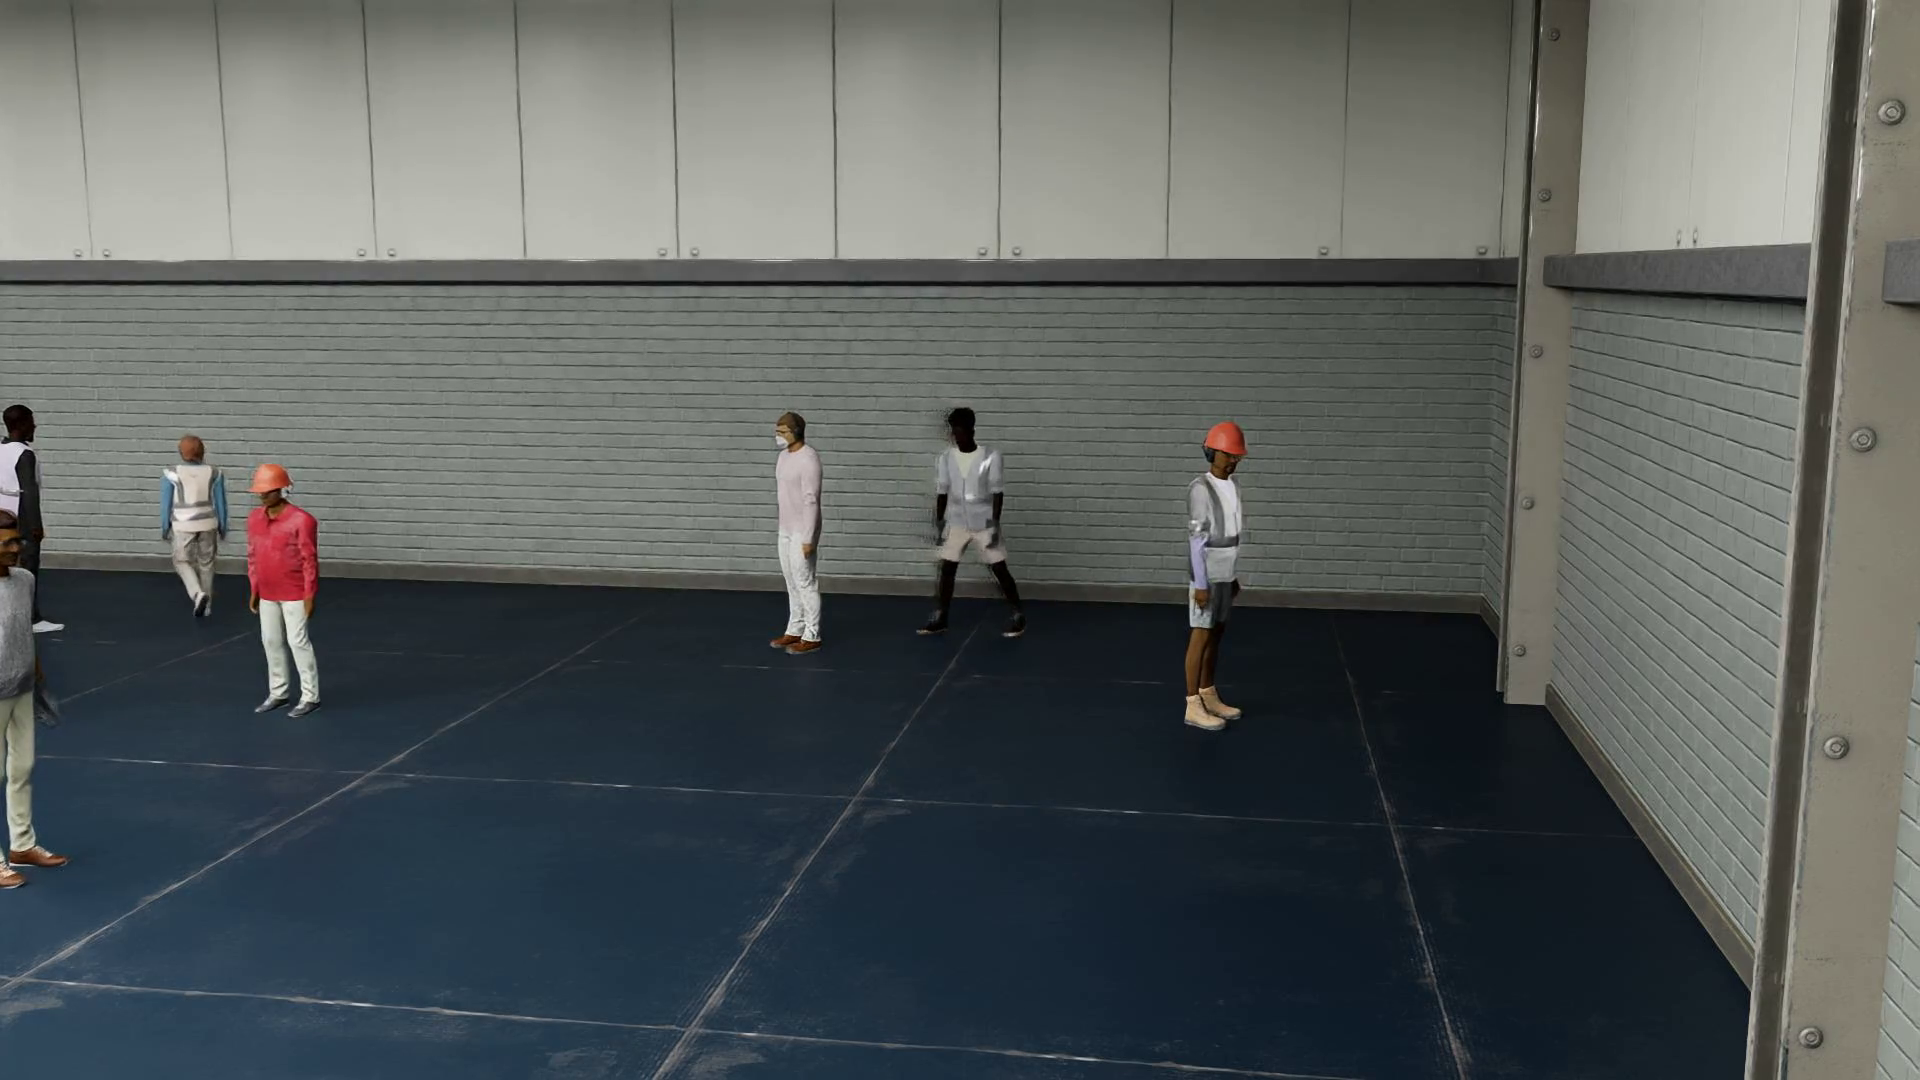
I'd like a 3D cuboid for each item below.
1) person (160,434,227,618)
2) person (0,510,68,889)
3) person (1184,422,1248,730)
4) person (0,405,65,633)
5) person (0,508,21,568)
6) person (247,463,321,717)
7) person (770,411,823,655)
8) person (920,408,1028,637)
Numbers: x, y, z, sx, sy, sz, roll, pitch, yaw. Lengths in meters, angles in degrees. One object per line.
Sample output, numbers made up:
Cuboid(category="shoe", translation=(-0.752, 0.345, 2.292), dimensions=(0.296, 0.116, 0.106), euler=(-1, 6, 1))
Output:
Cuboid(category="person", translation=(-6.608, -0.100, 14.393), dimensions=(0.533, 1.624, 0.531), euler=(-8, 12, -40))
Cuboid(category="person", translation=(-4.736, 0.775, 8.257), dimensions=(0.312, 1.865, 0.529), euler=(2, 9, 13))
Cuboid(category="person", translation=(1.722, 0.229, 11.089), dimensions=(0.394, 2.040, 0.608), euler=(6, 11, 32))
Cuboid(category="person", translation=(-7.884, -0.174, 13.949), dimensions=(0.590, 1.919, 0.393), euler=(7, 12, 38))
Cuboid(category="person", translation=(-6.486, 0.368, 11.099), dimensions=(0.328, 1.759, 0.524), euler=(2, 9, 11))
Cuboid(category="person", translation=(-4.622, 0.340, 11.325), dimensions=(0.576, 1.741, 0.353), euler=(4, 10, 22))
Cuboid(category="person", translation=(-1.291, -0.058, 13.203), dimensions=(0.385, 1.932, 0.637), euler=(-5, 10, -28))
Cuboid(category="person", translation=(0.098, -0.142, 13.811), dimensions=(0.802, 1.914, 0.553), euler=(4, 10, 26))
